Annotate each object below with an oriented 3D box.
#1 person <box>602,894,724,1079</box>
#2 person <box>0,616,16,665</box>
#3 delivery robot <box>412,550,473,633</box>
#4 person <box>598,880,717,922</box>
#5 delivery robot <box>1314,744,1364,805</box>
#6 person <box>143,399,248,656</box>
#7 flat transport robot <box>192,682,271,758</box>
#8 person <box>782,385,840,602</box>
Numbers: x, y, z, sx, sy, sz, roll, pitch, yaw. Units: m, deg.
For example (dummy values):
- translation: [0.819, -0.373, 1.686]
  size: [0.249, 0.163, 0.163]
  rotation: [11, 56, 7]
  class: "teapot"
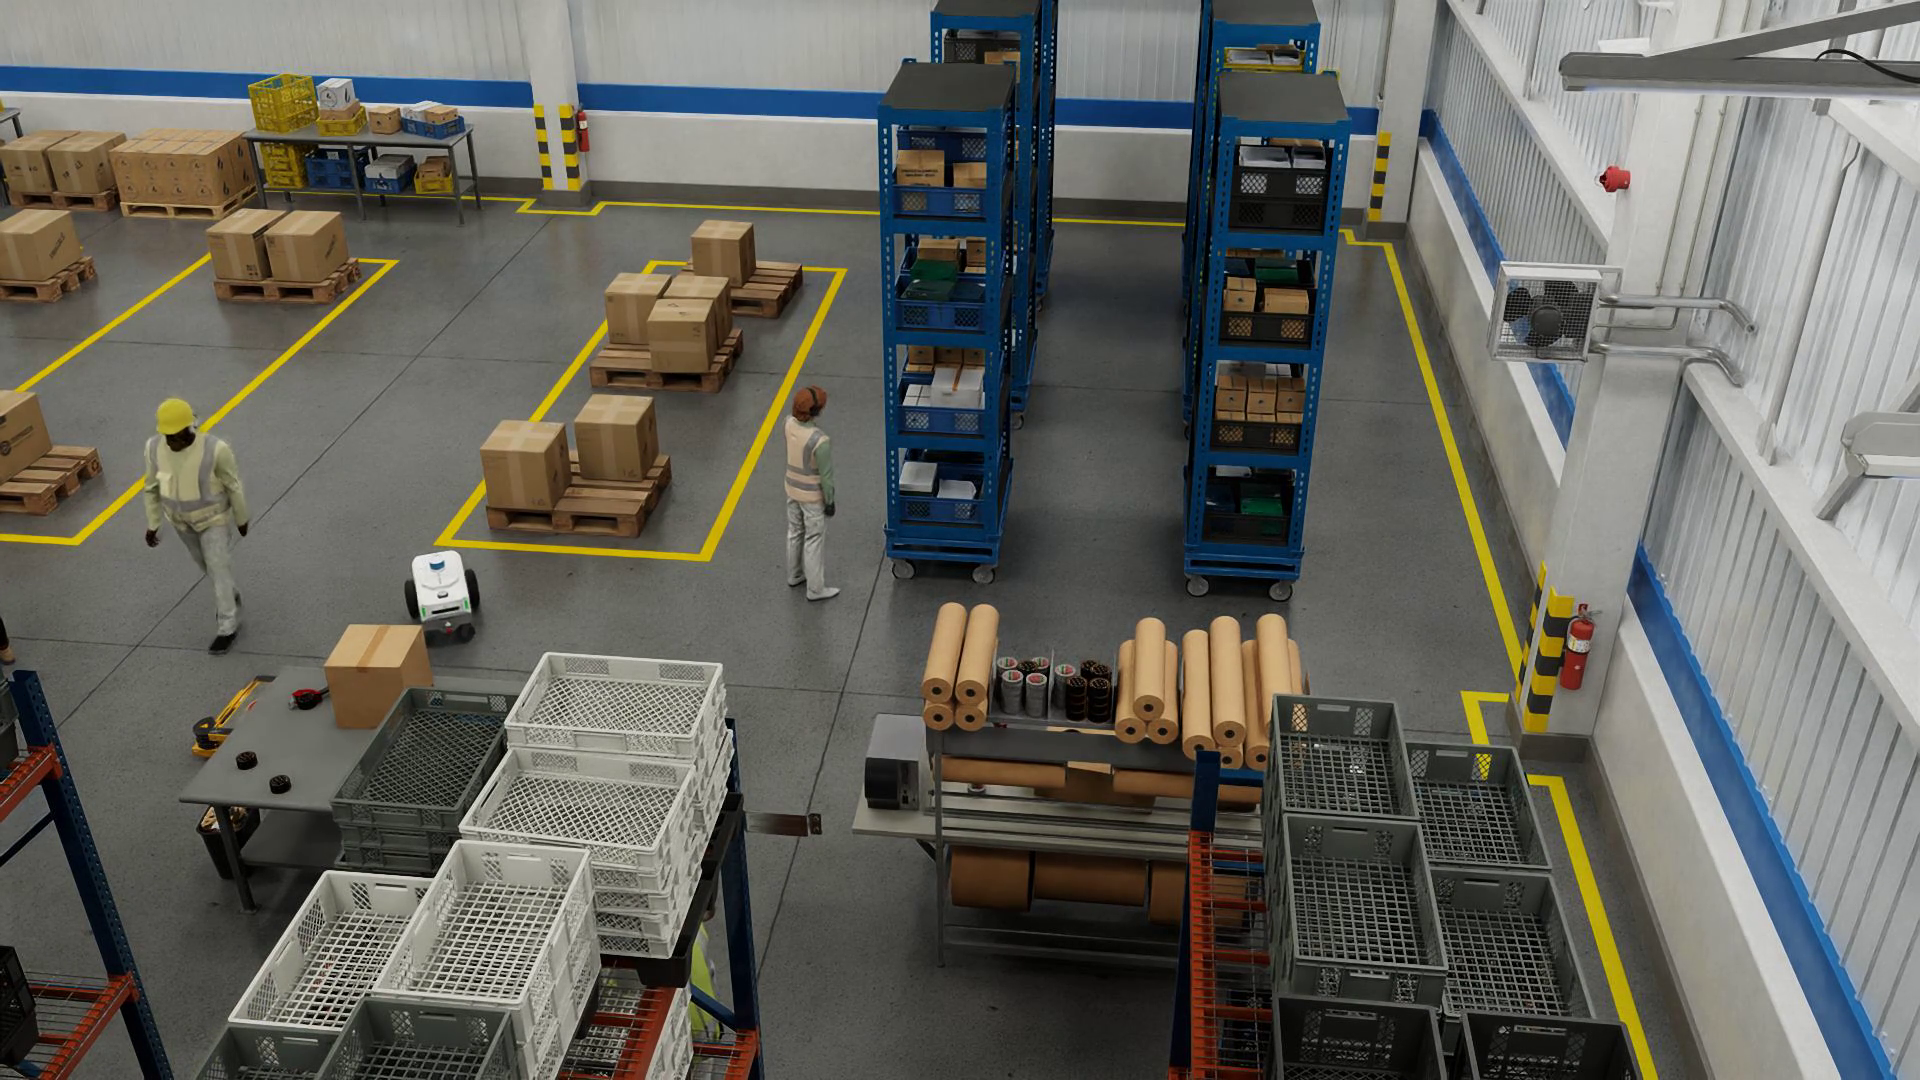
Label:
- translation: [-1.259, 2.239, 7.266]
  size: [0.429, 1.834, 0.629]
  rotation: [17, 34, 26]
  class: "person"
- translation: [-6.675, 0.169, 10.947]
  size: [0.320, 1.695, 0.538]
  rotation: [13, 33, 21]
  class: "person"
- translation: [-3.644, 0.345, 11.684]
  size: [0.477, 0.478, 0.707]
  rotation: [-11, 32, -17]
  class: "delivery robot"
- translation: [-1.469, 1.755, 7.995]
  size: [0.627, 1.932, 0.361]
  rotation: [-7, 31, -11]
  class: "person"
- translation: [2.083, 1.394, 9.882]
  size: [0.707, 0.478, 0.477]
  rotation: [26, 39, 37]
  class: "delivery robot"
- translation: [-5.230, -0.145, 11.388]
  size: [0.608, 1.798, 0.733]
  rotation: [3, 30, 6]
  class: "person"
- translation: [-4.089, 1.163, 10.648]
  size: [1.431, 0.197, 0.652]
  rotation: [3, 30, 6]
  class: "flat transport robot"
- translation: [-1.082, -0.338, 11.889]
  size: [0.318, 1.630, 0.511]
  rotation: [-22, 37, -33]
  class: "person"
